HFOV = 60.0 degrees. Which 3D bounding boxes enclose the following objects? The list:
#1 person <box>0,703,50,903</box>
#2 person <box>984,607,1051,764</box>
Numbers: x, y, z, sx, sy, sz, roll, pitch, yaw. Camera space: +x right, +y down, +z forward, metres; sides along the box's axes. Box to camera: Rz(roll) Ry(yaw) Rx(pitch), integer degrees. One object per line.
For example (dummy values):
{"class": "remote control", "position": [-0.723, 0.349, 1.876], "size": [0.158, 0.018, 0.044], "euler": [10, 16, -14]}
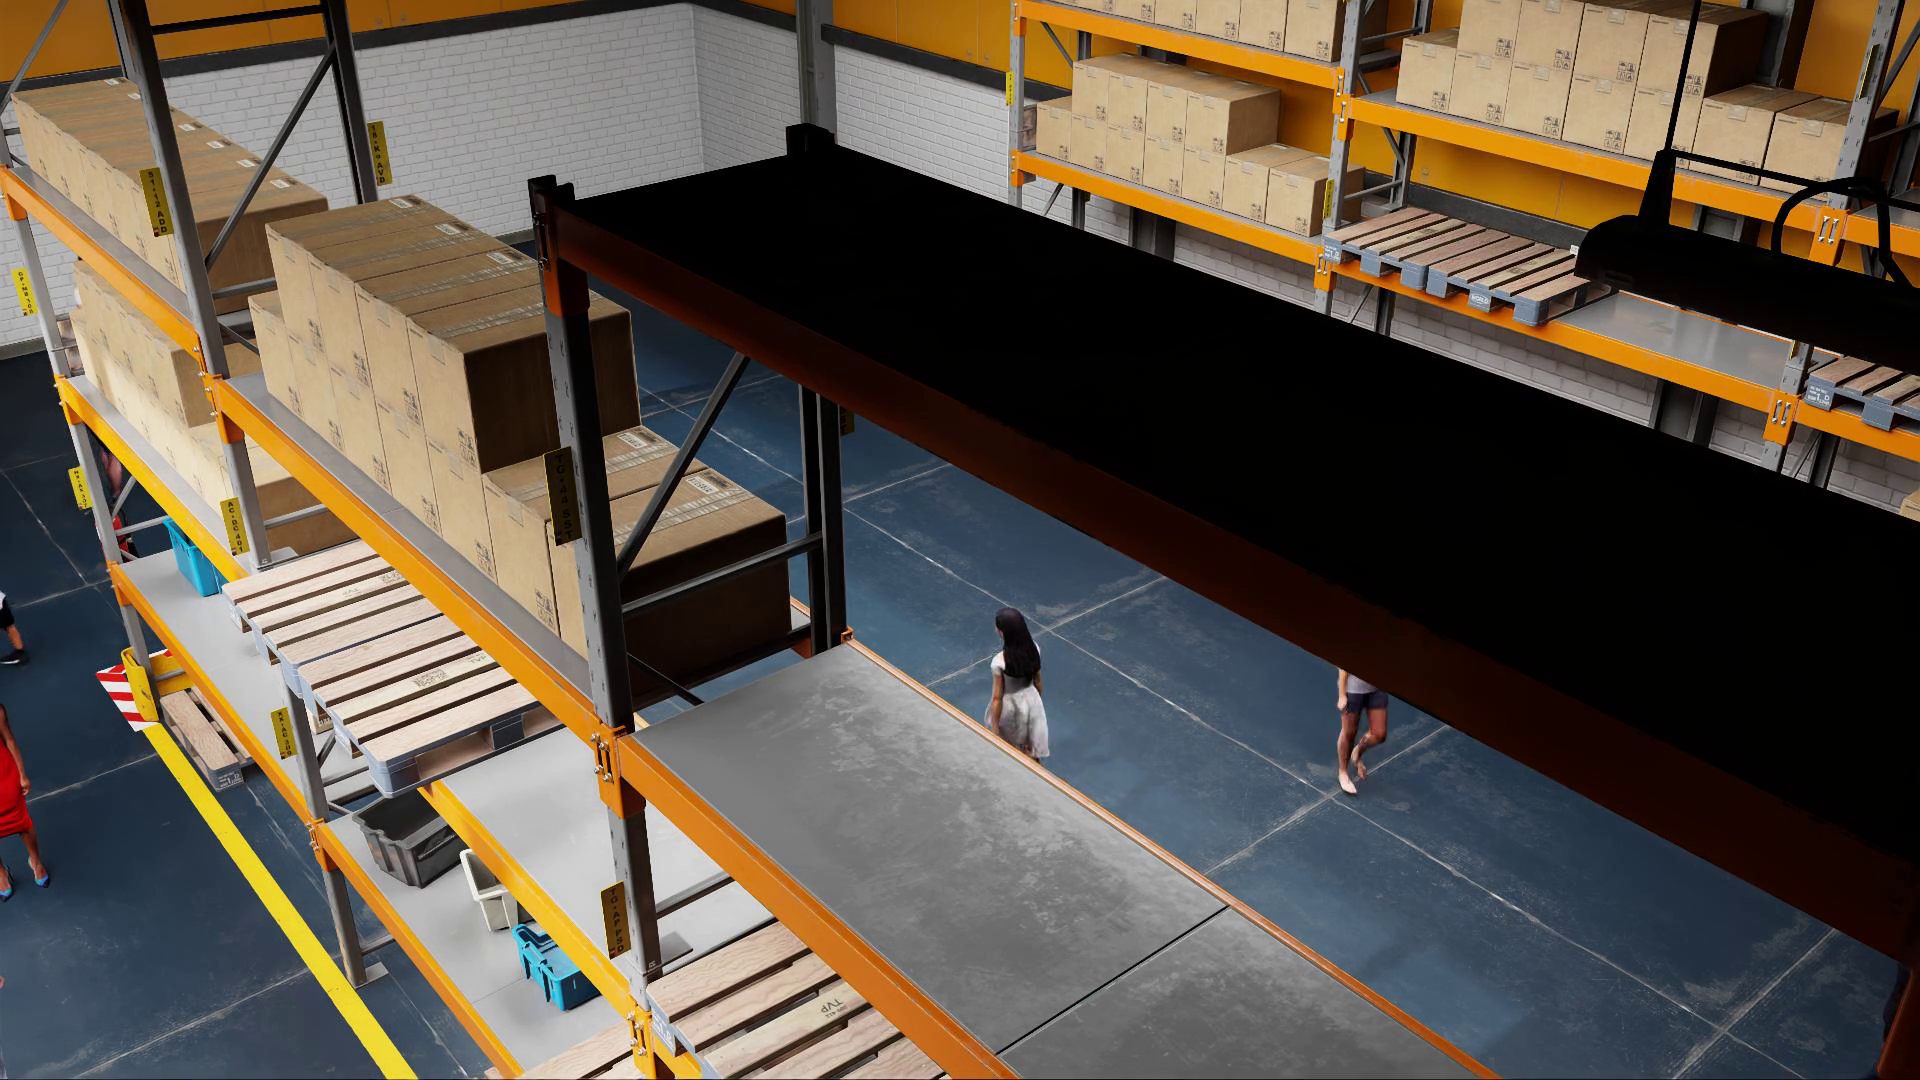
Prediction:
{"class": "person", "position": [-6.265, 1.557, 10.758], "size": [0.603, 1.743, 0.546], "euler": [-16, 33, -27]}
{"class": "person", "position": [0.429, 1.311, 11.241], "size": [0.783, 1.712, 1.205], "euler": [-15, 32, -25]}
